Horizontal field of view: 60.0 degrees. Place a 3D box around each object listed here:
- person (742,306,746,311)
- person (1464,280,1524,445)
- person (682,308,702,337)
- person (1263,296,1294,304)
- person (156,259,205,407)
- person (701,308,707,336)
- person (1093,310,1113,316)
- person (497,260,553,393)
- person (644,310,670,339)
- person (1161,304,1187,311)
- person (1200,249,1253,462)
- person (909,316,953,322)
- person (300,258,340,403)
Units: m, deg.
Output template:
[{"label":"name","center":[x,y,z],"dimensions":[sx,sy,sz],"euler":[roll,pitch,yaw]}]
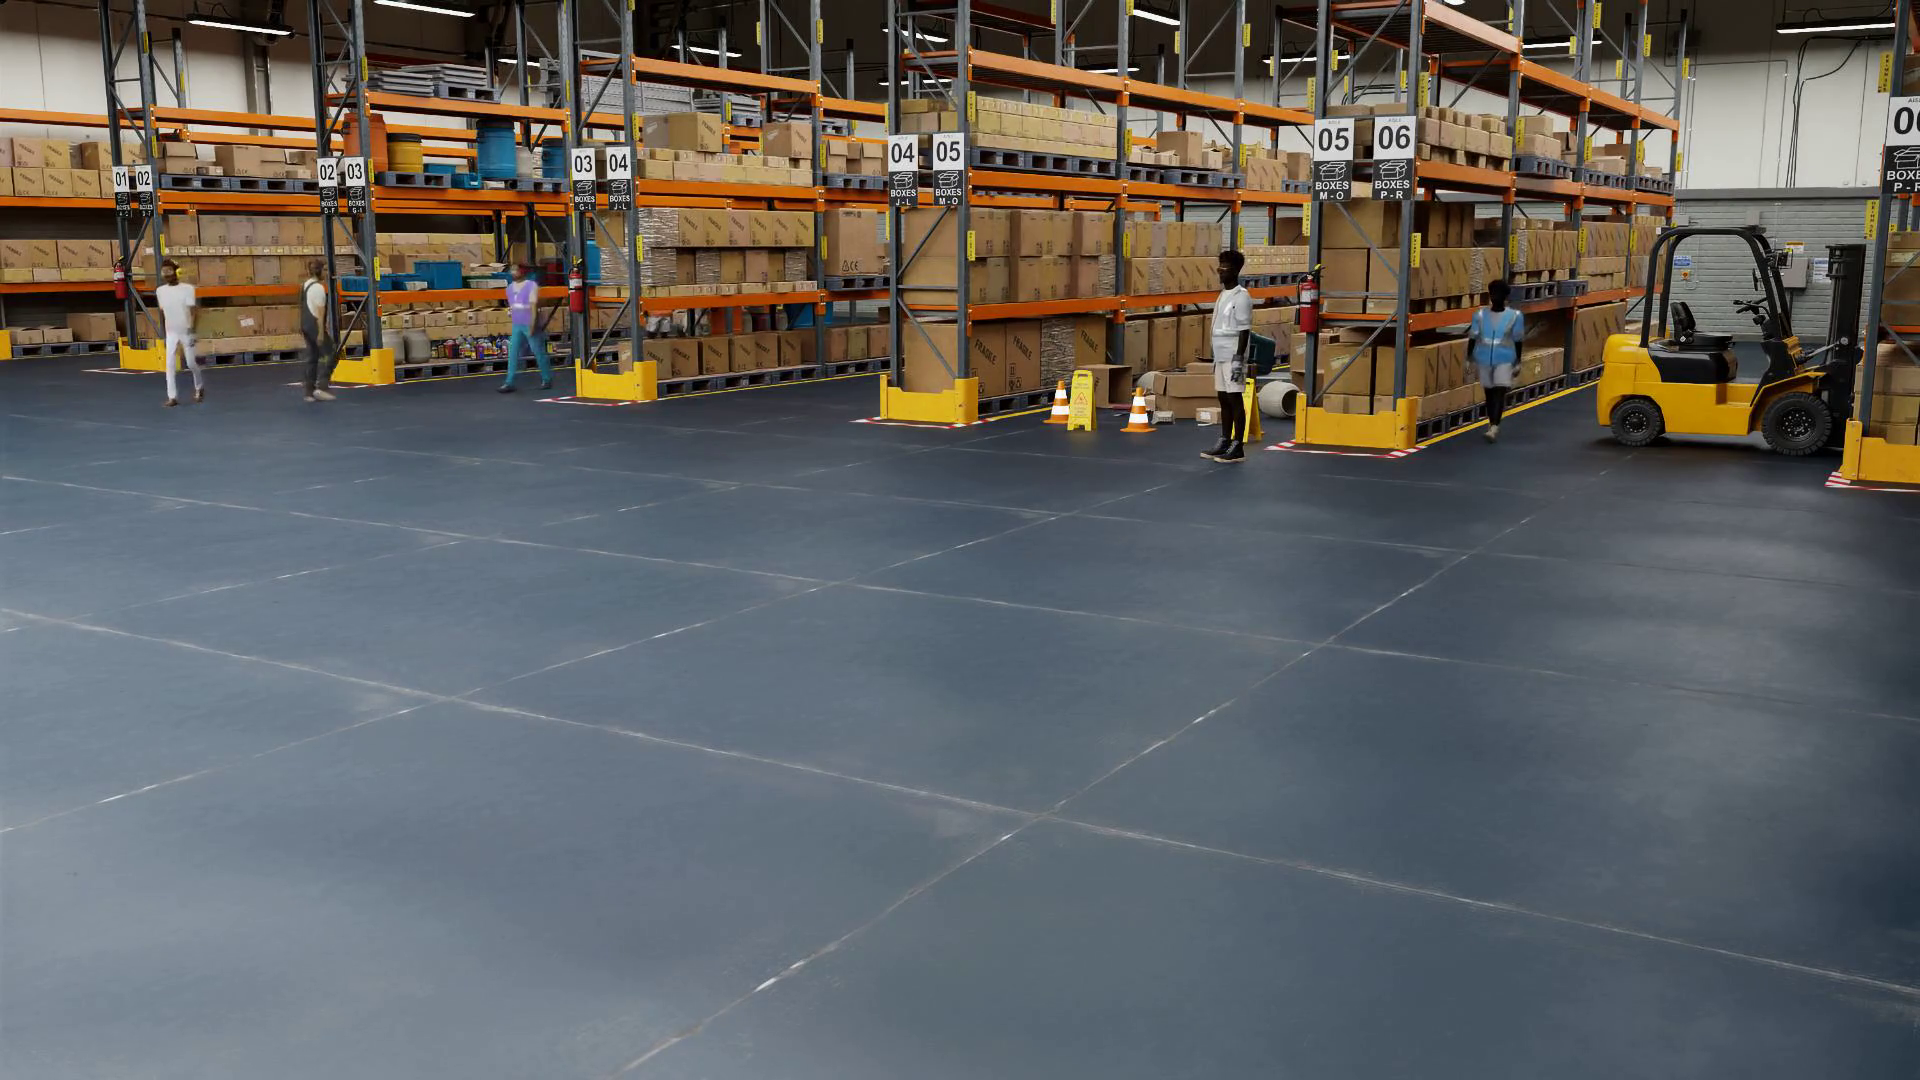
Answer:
[{"label":"person","center":[-4.725,-5.151,34.877],"dimensions":[0.547,1.920,0.558],"euler":[-2,10,-9]},{"label":"person","center":[5.420,-1.806,16.900],"dimensions":[0.543,1.643,0.894],"euler":[6,12,31]},{"label":"person","center":[-5.422,-4.988,33.972],"dimensions":[0.614,1.914,0.500],"euler":[5,11,27]},{"label":"person","center":[6.317,-4.807,33.062],"dimensions":[0.610,1.900,0.722],"euler":[3,11,16]},{"label":"person","center":[-9.770,-2.602,20.860],"dimensions":[0.514,1.837,0.893],"euler":[-1,10,-5]},{"label":"person","center":[-5.484,-5.469,36.430],"dimensions":[0.629,2.002,0.934],"euler":[5,11,28]},{"label":"person","center":[2.463,-3.978,28.442],"dimensions":[0.547,1.887,1.036],"euler":[5,11,26]},{"label":"person","center":[-5.943,-2.921,22.742],"dimensions":[0.580,1.805,0.960],"euler":[5,11,25]},{"label":"person","center":[-4.996,-3.699,27.472],"dimensions":[0.355,1.671,0.602],"euler":[8,13,38]},{"label":"person","center":[4.154,-4.596,31.958],"dimensions":[0.586,1.861,0.797],"euler":[8,13,37]},{"label":"person","center":[2.499,-1.707,15.458],"dimensions":[0.365,1.966,0.608],"euler":[-2,10,-13]},{"label":"person","center":[-0.363,-2.745,21.376],"dimensions":[0.646,1.929,0.537],"euler":[5,11,28]},{"label":"person","center":[-8.144,-2.641,21.093],"dimensions":[0.533,1.830,0.452],"euler":[9,13,41]}]
